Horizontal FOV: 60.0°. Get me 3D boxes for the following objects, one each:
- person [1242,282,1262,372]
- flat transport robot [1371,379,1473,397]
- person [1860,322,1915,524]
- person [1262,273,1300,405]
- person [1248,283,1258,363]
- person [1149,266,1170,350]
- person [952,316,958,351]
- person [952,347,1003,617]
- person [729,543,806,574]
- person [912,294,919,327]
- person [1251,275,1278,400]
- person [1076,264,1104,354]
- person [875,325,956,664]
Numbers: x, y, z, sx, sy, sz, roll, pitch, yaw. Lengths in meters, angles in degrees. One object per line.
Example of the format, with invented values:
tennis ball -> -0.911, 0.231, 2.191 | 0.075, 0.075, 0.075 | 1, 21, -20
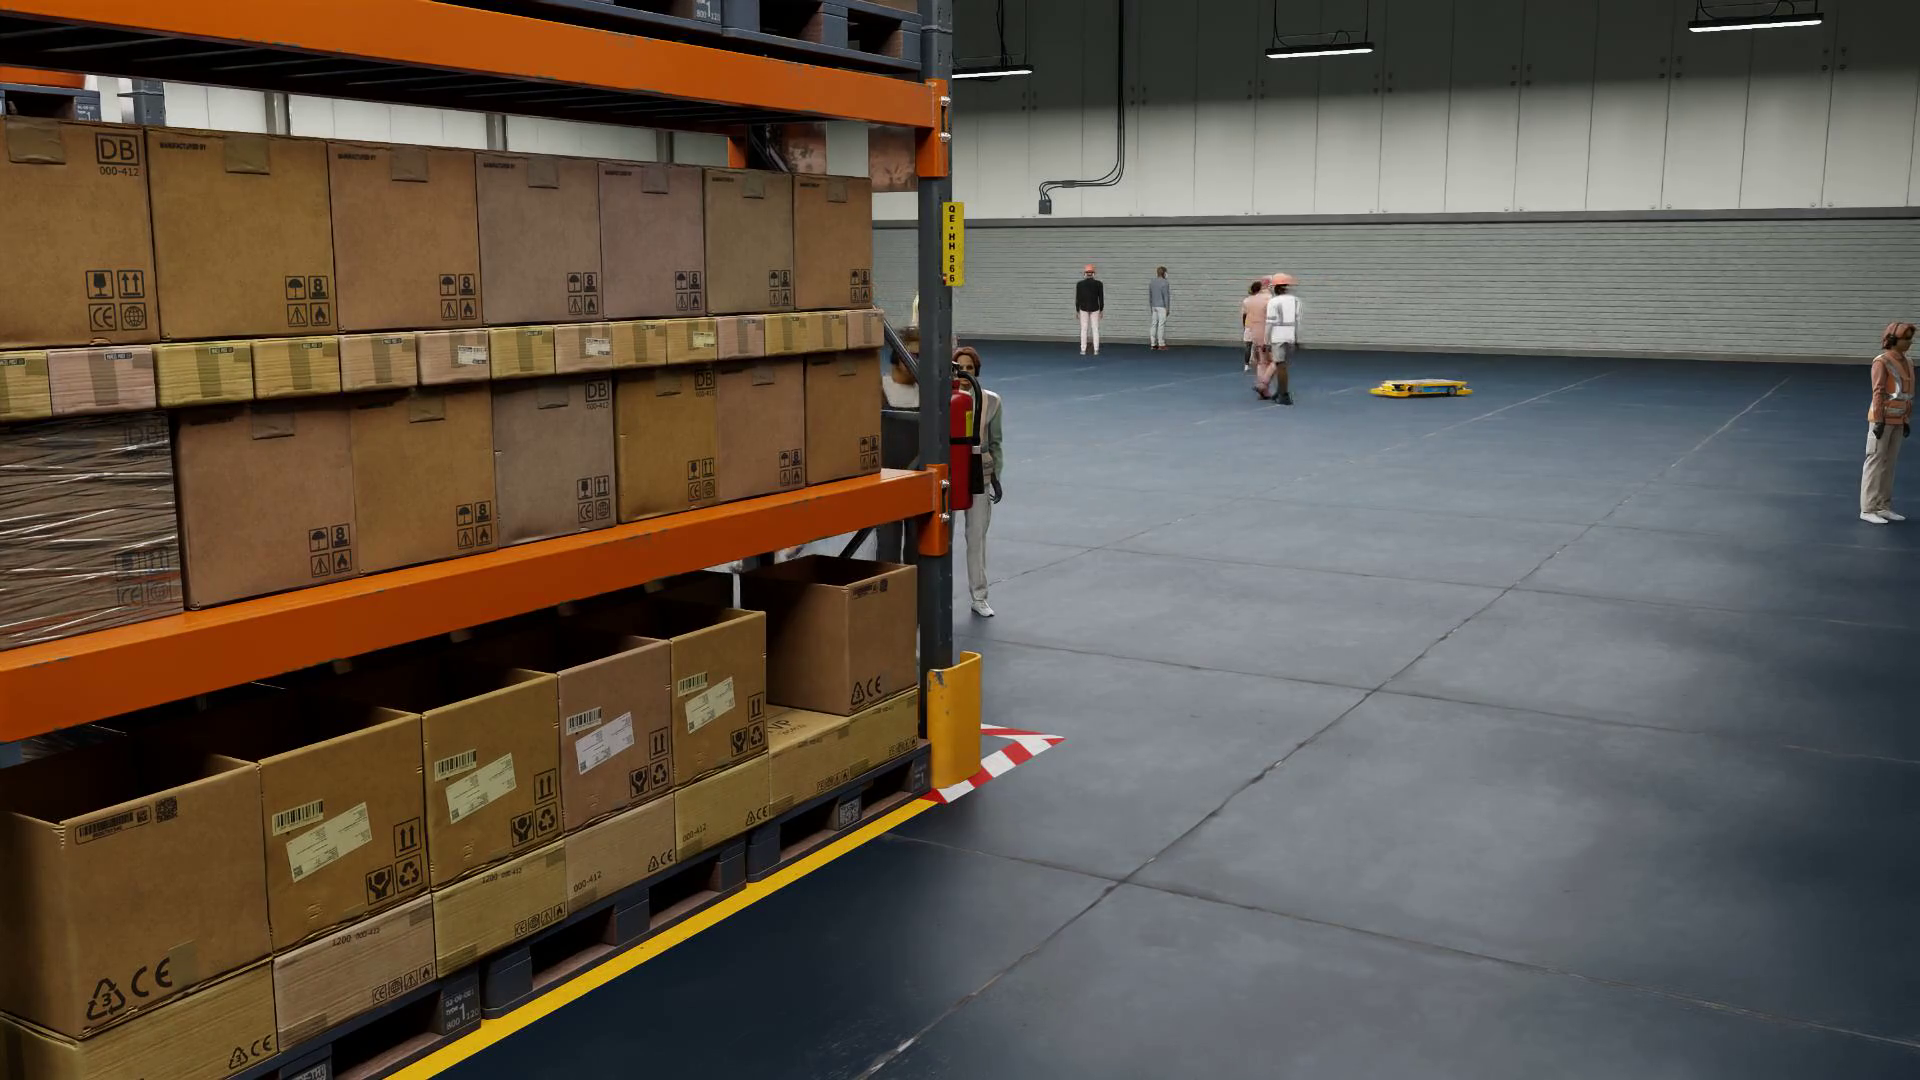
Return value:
person -> 5.574, -4.016, 31.357 | 0.540, 1.696, 0.315 | 7, 12, 34
flat transport robot -> 7.217, -2.381, 25.954 | 1.431, 0.197, 0.652 | -4, 10, -21
person -> 7.601, -0.957, 13.611 | 0.513, 1.641, 0.307 | -7, 12, -36
person -> 4.676, -2.961, 24.508 | 0.558, 1.917, 0.712 | -6, 11, -30
person -> 5.995, -4.423, 33.926 | 0.281, 1.634, 0.498 | -1, 10, -3
person -> 4.652, -5.392, 38.713 | 0.353, 1.936, 0.635 | -7, 12, -34
person -> -0.230, -2.494, 22.304 | 0.654, 1.742, 0.548 | -9, 13, -44
person -> 0.012, -0.343, 10.021 | 0.514, 1.641, 0.307 | -3, 10, -15
person -> -1.302, -0.776, 11.406 | 0.552, 2.032, 0.625 | -3, 10, -16
person -> -0.516, -3.110, 25.629 | 0.429, 1.845, 0.621 | -2, 10, -9
person -> 4.655, -3.048, 25.114 | 0.434, 1.891, 0.683 | -3, 10, -16
person -> 2.870, -5.103, 36.857 | 0.623, 1.989, 0.400 | 0, 10, 0
person -> -0.290, -0.228, 8.837 | 0.505, 1.819, 0.408 | -3, 10, -17
